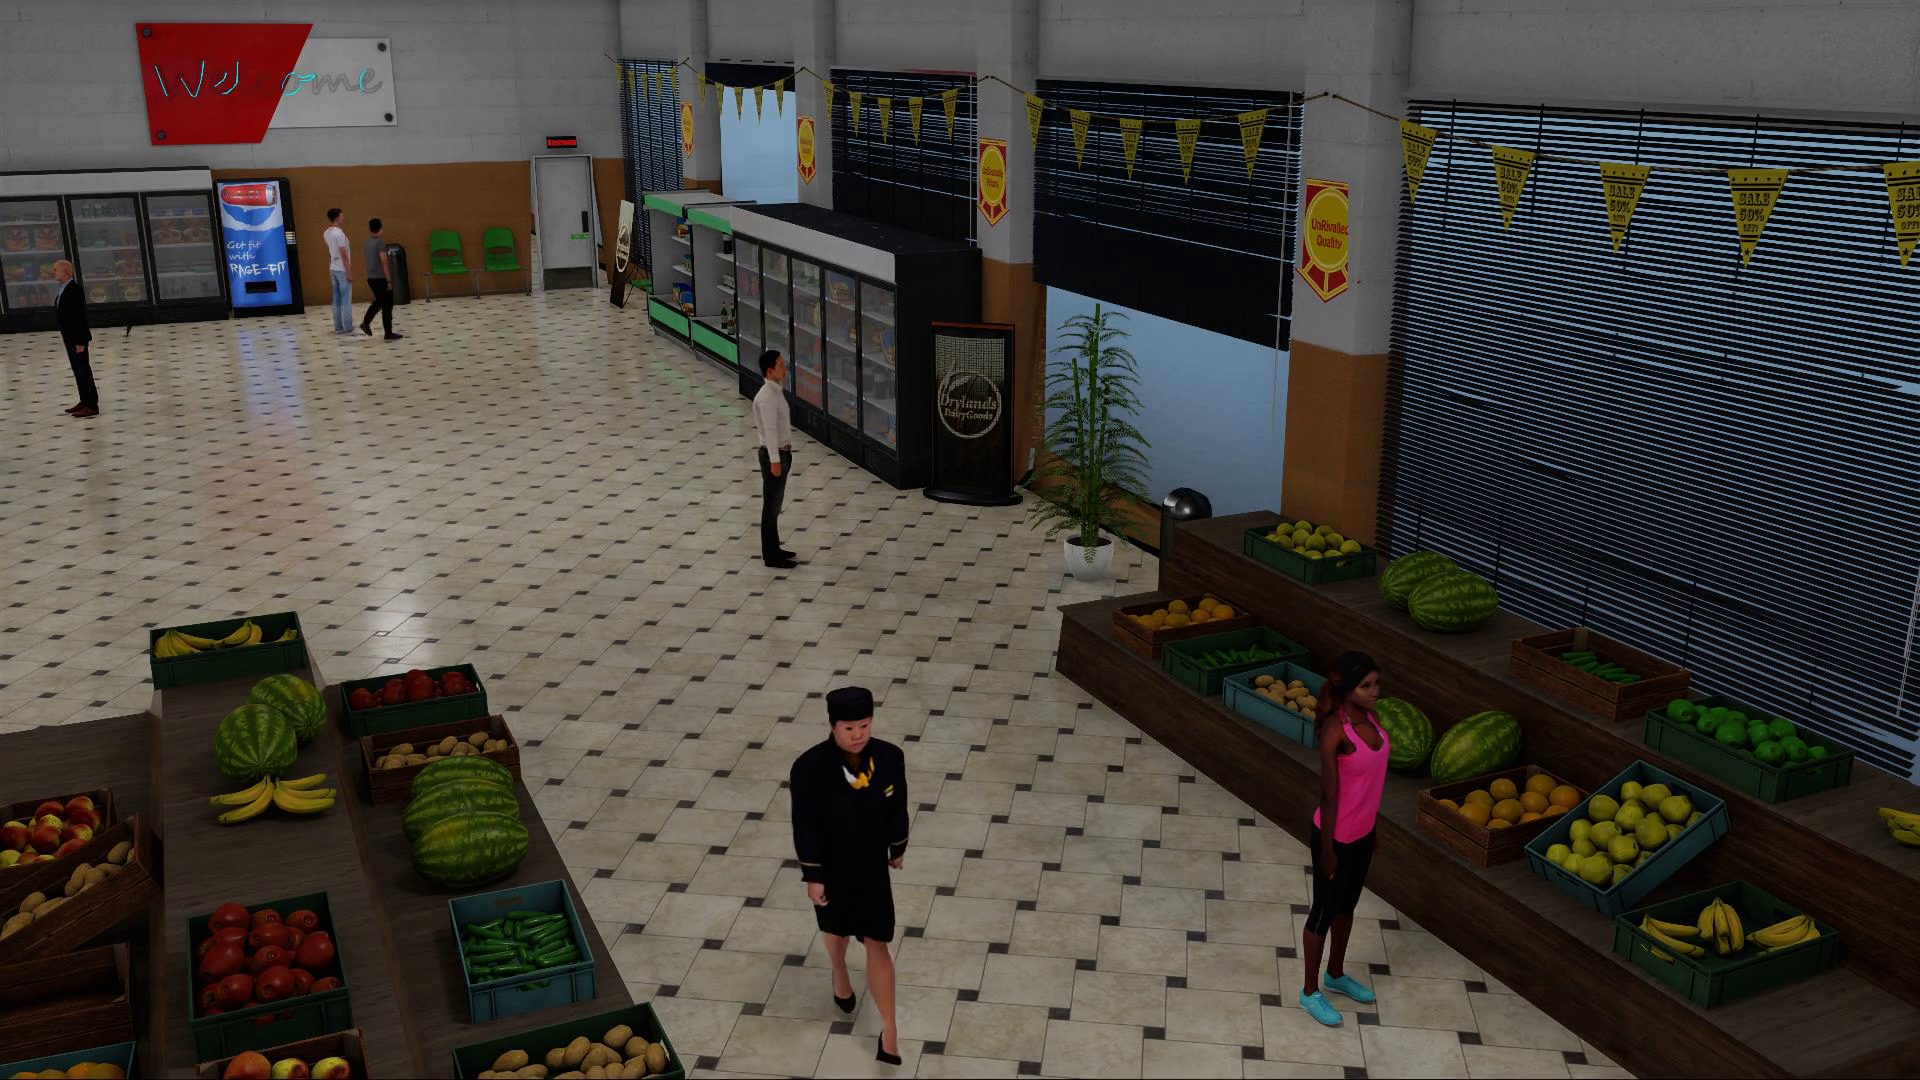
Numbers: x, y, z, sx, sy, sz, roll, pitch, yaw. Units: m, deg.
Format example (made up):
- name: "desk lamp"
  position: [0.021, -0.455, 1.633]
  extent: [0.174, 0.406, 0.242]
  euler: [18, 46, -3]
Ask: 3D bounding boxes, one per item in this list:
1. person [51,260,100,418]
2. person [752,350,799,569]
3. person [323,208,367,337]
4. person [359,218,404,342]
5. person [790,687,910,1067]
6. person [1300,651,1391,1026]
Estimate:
- name: "person"
  position: [-10.273, -2.352, 19.314]
  extent: [0.812, 1.800, 0.624]
  euler: [-14, 22, -39]
- name: "person"
  position: [-1.550, -0.683, 13.797]
  extent: [0.792, 1.812, 0.638]
  euler: [-1, 17, -2]
- name: "person"
  position: [-9.119, -3.942, 24.463]
  extent: [0.626, 1.851, 0.778]
  euler: [15, 22, 40]
- name: "person"
  position: [-8.473, -3.752, 24.030]
  extent: [0.846, 1.740, 0.899]
  euler: [15, 22, 40]
- name: "person"
  position: [-0.502, 1.404, 7.247]
  extent: [0.818, 1.624, 1.137]
  euler: [-5, 17, -15]
- name: "person"
  position: [1.707, 1.300, 7.417]
  extent: [0.617, 1.724, 0.633]
  euler: [-15, 22, -40]
